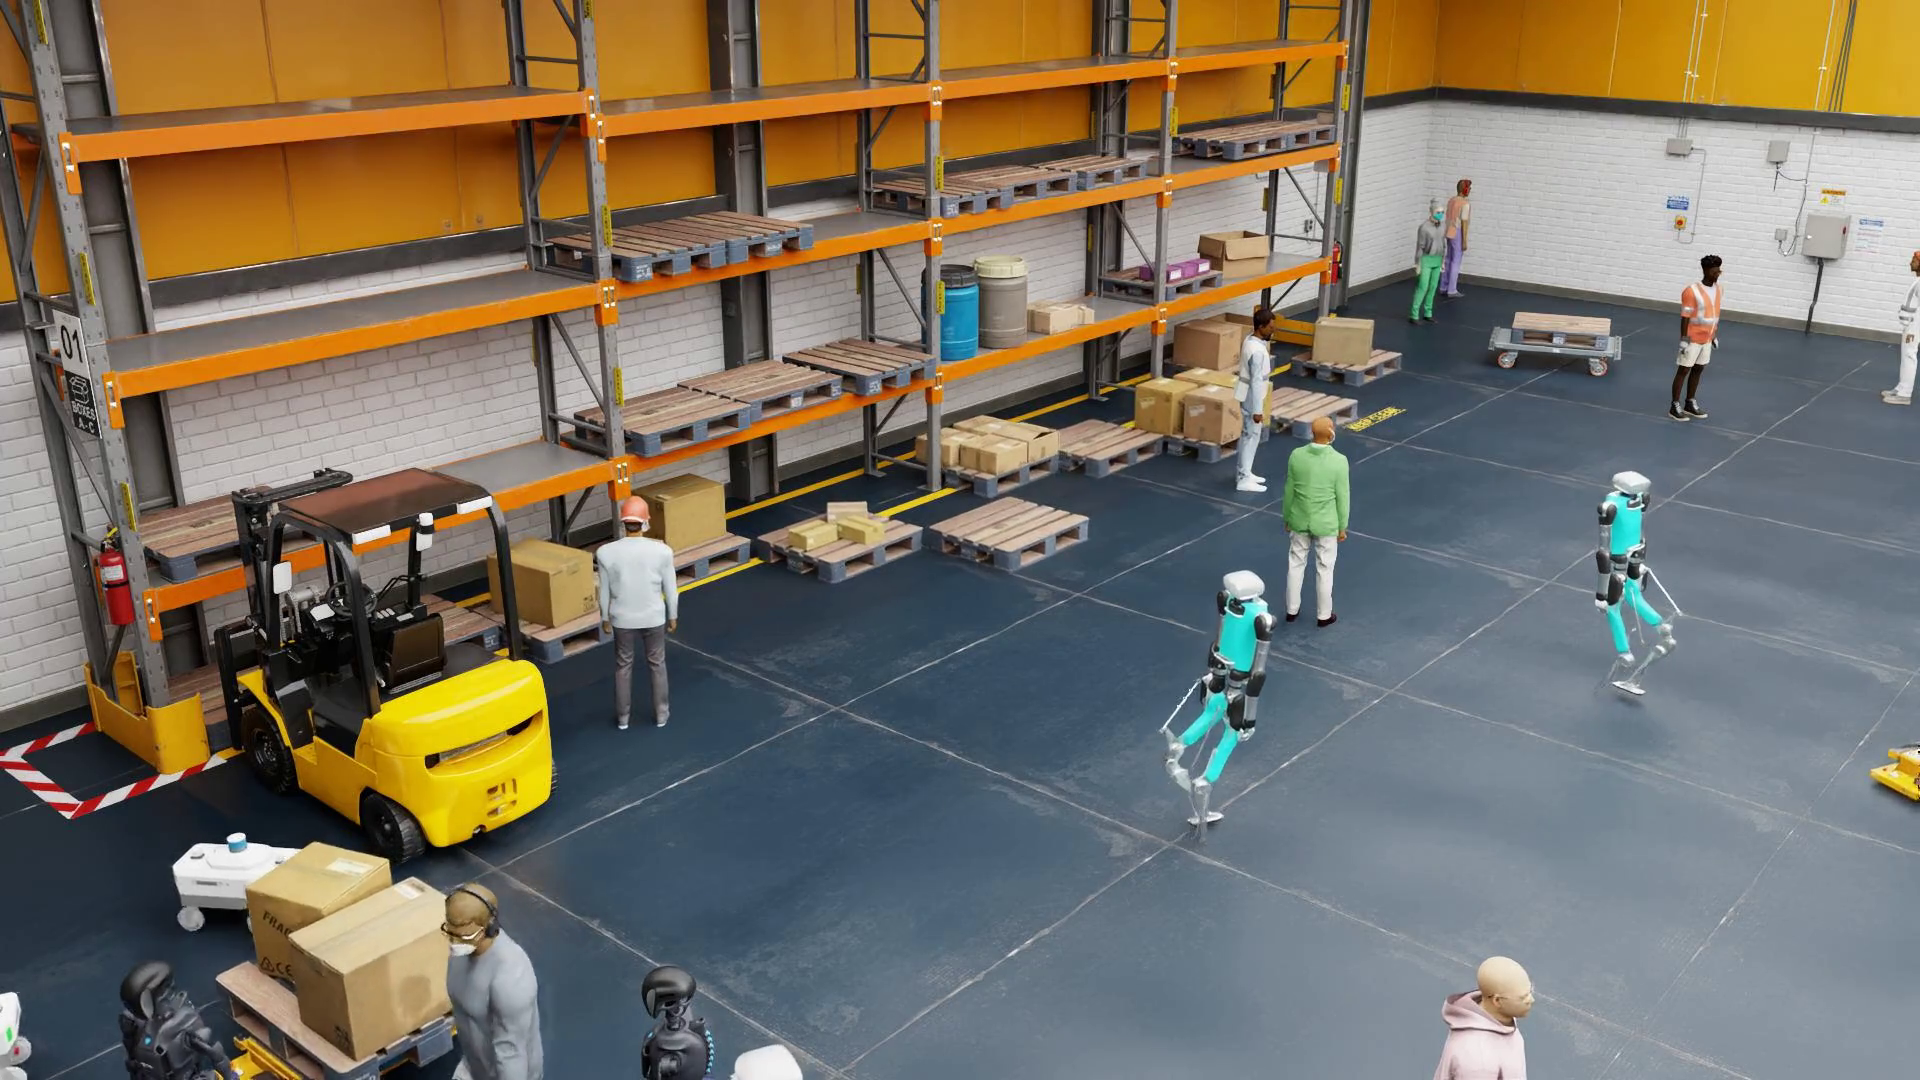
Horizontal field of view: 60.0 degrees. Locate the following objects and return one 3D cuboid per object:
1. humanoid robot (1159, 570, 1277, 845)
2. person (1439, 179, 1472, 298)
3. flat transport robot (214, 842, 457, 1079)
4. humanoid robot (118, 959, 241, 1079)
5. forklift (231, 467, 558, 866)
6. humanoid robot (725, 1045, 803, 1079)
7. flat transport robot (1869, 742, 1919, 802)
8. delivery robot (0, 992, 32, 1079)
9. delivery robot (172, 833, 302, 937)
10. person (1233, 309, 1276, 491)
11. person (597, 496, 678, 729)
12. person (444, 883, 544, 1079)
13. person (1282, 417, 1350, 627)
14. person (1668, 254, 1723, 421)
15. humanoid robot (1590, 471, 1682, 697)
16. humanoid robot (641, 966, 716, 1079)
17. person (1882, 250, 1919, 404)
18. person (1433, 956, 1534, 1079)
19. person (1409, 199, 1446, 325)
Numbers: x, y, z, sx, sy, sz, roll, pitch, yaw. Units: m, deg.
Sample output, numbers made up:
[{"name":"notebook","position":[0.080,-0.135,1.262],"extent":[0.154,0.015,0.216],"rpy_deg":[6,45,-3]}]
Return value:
[{"name":"humanoid robot","position":[1.557,1.135,10.520],"extent":[0.741,1.895,0.536],"rpy_deg":[-9,22,-23]},{"name":"person","position":[7.782,-4.734,26.123],"extent":[0.392,1.837,0.557],"rpy_deg":[-3,20,-8]},{"name":"flat transport robot","position":[-3.059,2.539,8.671],"extent":[0.659,0.231,1.431],"rpy_deg":[16,26,37]},{"name":"humanoid robot","position":[-3.184,2.426,6.974],"extent":[0.613,1.640,0.482],"rpy_deg":[7,21,18]},{"name":"forklift","position":[-3.730,0.710,10.856],"extent":[2.313,2.155,1.214],"rpy_deg":[17,26,38]},{"name":"humanoid robot","position":[-0.455,2.615,6.335],"extent":[0.819,1.750,0.539],"rpy_deg":[-13,24,-32]},{"name":"flat transport robot","position":[6.998,1.557,11.332],"extent":[1.431,0.231,0.659],"rpy_deg":[-9,22,-22]},{"name":"delivery robot","position":[-5.088,2.548,8.261],"extent":[0.803,0.614,0.499],"rpy_deg":[-9,22,-22]},{"name":"delivery robot","position":[-4.163,2.006,9.721],"extent":[0.801,0.608,0.499],"rpy_deg":[2,20,6]},{"name":"person","position":[3.012,-1.435,17.083],"extent":[0.410,1.907,0.596],"rpy_deg":[1,20,3]},{"name":"person","position":[-2.316,0.523,12.007],"extent":[0.574,1.737,0.351],"rpy_deg":[-2,20,-6]},{"name":"person","position":[-1.920,2.259,7.061],"extent":[0.833,1.913,0.637],"rpy_deg":[-16,26,-36]},{"name":"person","position":[2.943,-0.149,13.771],"extent":[0.550,1.781,0.384],"rpy_deg":[10,23,26]},{"name":"person","position":[8.696,-2.388,19.572],"extent":[0.602,1.966,0.367],"rpy_deg":[-10,23,-25]},{"name":"humanoid robot","position":[5.058,0.437,12.332],"extent":[0.542,1.838,0.746],"rpy_deg":[-14,25,-34]},{"name":"humanoid robot","position":[-1.130,2.466,6.815],"extent":[0.315,1.657,0.599],"rpy_deg":[-1,20,-2]},{"name":"person","position":[11.589,-2.594,20.247],"extent":[0.337,1.882,0.583],"rpy_deg":[10,22,24]},{"name":"person","position":[2.059,2.450,6.724],"extent":[0.407,1.784,0.525],"rpy_deg":[8,22,21]},{"name":"person","position":[6.883,-4.066,24.310],"extent":[0.522,1.834,0.377],"rpy_deg":[-12,24,-30]}]
